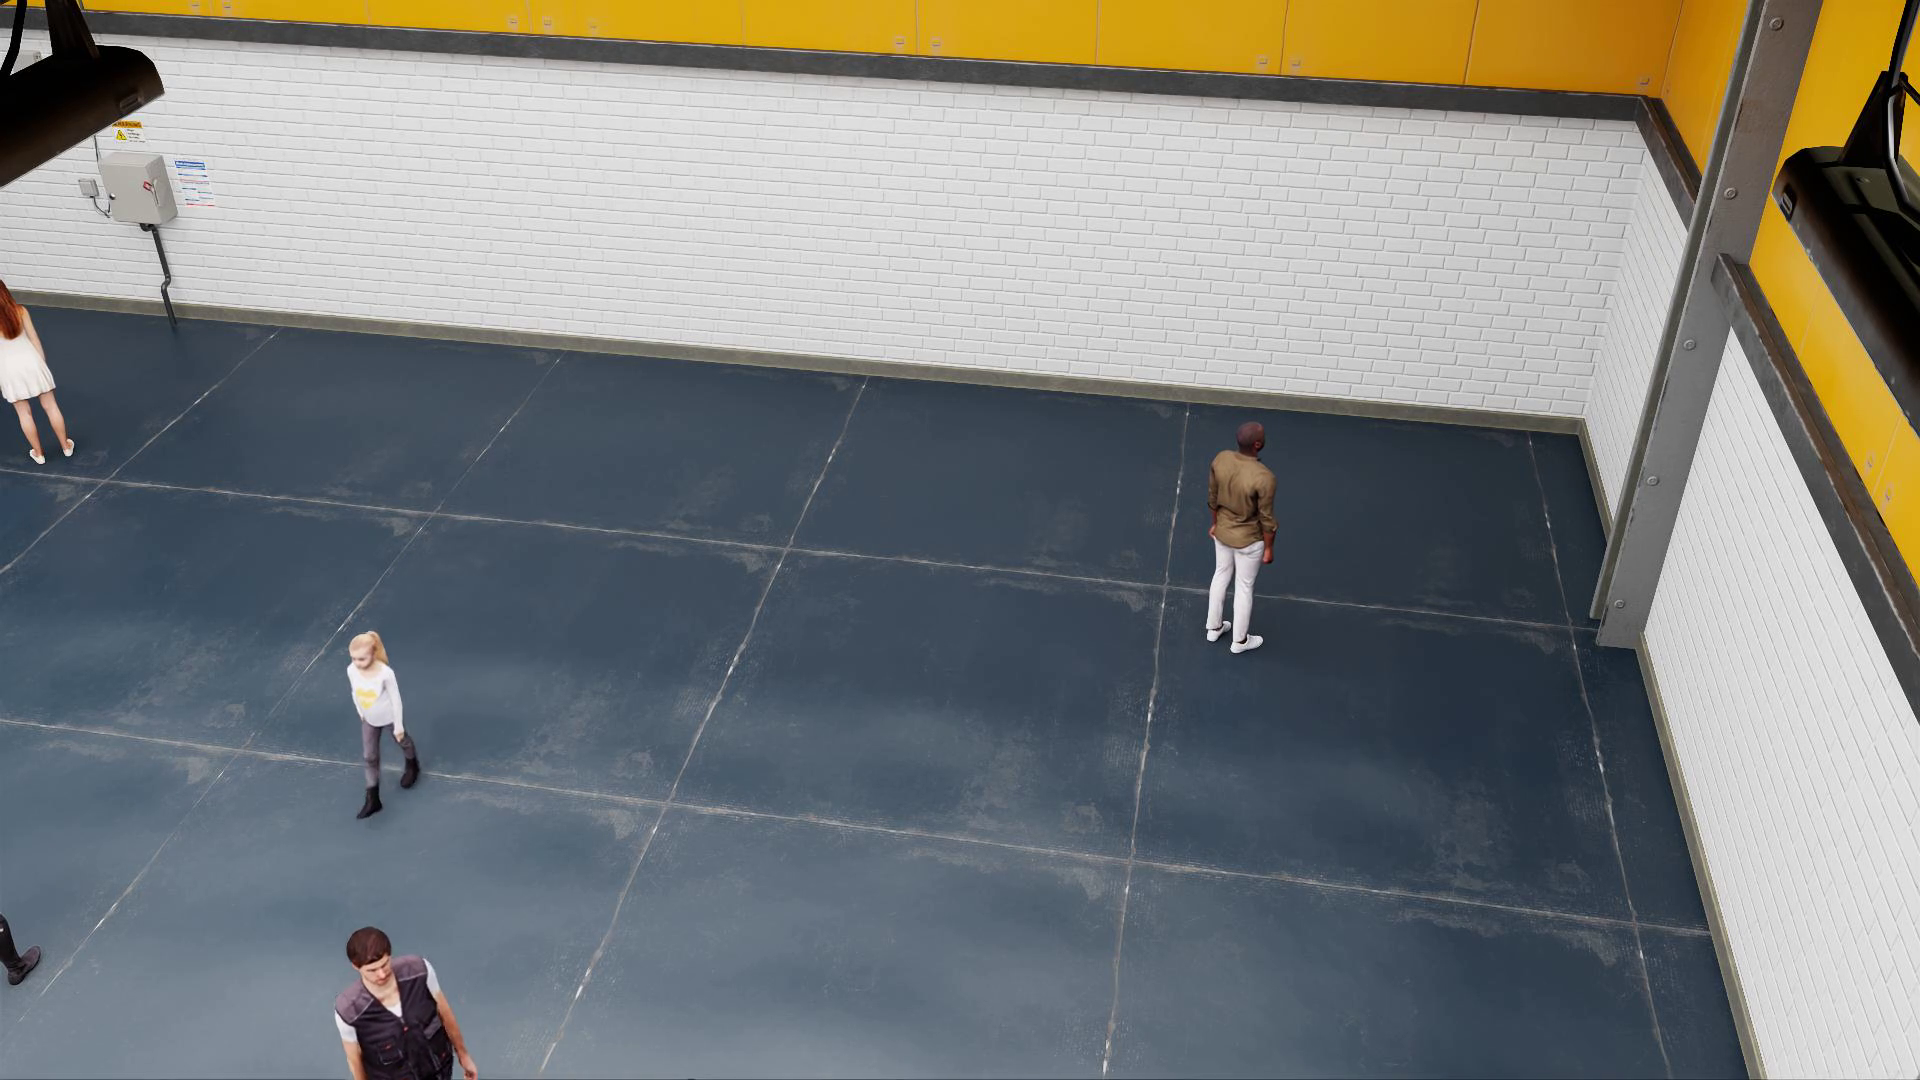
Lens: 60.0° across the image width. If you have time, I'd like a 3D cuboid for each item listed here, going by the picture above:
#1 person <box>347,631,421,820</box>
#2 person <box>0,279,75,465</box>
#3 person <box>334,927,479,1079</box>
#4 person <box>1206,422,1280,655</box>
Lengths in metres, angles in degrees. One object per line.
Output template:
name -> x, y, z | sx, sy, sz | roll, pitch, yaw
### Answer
person -> -3.630, 1.089, 10.555 | 0.513, 1.248, 0.858 | 5, 34, 8
person -> -7.866, -1.442, 13.943 | 0.644, 1.712, 0.704 | -21, 39, -28
person -> -2.661, 2.474, 7.961 | 1.106, 1.812, 1.200 | 26, 42, 34
person -> 1.970, -0.023, 11.706 | 0.816, 1.825, 0.802 | -28, 42, -35
